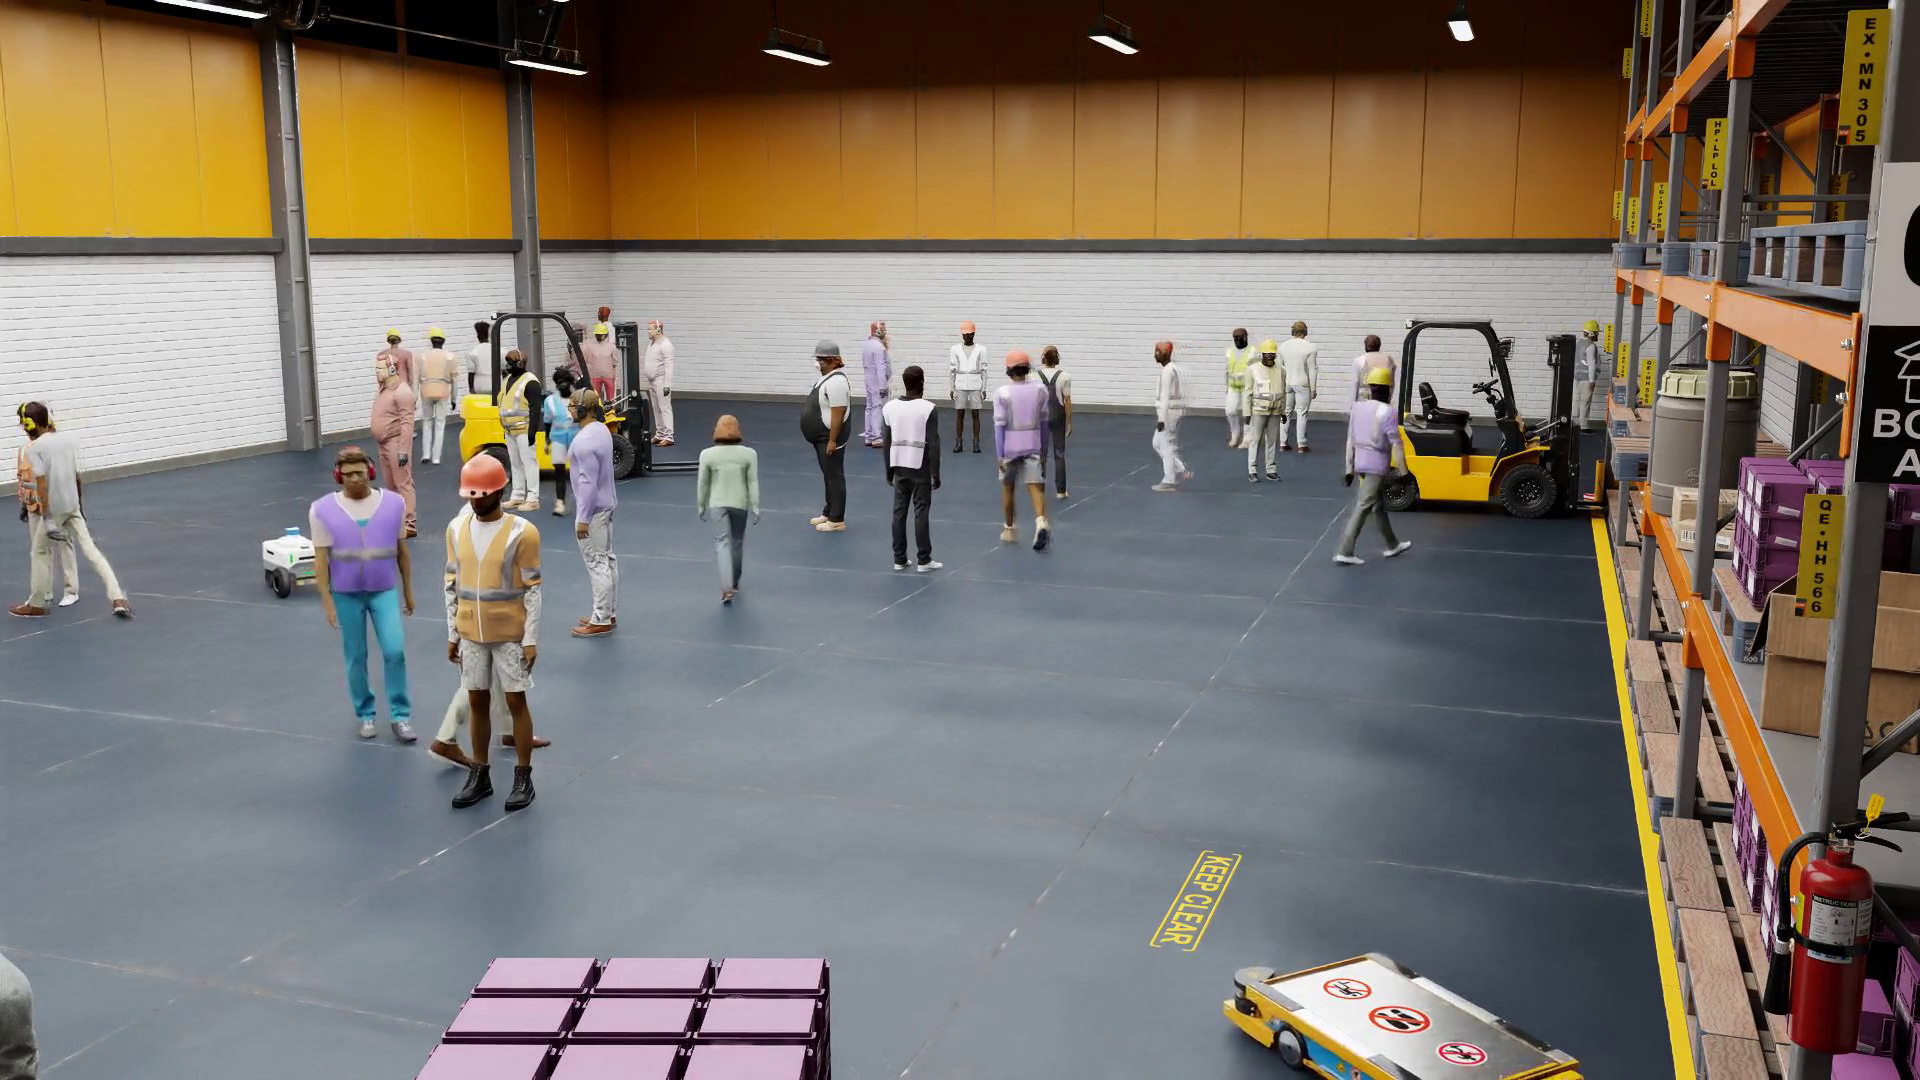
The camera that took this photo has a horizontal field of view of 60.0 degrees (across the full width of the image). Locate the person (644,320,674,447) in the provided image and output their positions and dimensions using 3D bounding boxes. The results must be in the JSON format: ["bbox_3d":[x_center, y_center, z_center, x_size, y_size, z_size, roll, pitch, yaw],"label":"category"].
[{"bbox_3d":[-4.561,-2.365,25.116,0.402,1.906,0.651,-7,12,-33],"label":"person"}]

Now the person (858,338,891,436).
[{"bbox_3d":[-1.196,-2.454,26.474,0.809,1.613,0.517,-1,10,-4],"label":"person"}]

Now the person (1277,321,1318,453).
[{"bbox_3d":[4.929,-2.238,24.354,0.632,1.933,0.371,8,13,39],"label":"person"}]

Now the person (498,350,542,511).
[{"bbox_3d":[-5.045,-1.253,19.034,0.621,1.845,0.429,9,14,42],"label":"person"}]

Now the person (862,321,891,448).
[{"bbox_3d":[-1.225,-2.327,24.903,0.402,1.906,0.651,-4,11,-21],"label":"person"}]

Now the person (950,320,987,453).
[{"bbox_3d":[0.121,-2.235,24.294,0.551,1.936,0.356,1,10,4],"label":"person"}]

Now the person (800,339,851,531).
[{"bbox_3d":[-1.433,-1.123,17.742,0.536,2.000,0.683,-2,10,-12],"label":"person"}]

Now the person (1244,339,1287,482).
[{"bbox_3d":[3.933,-1.656,21.333,0.602,1.830,0.404,-3,11,-16],"label":"person"}]

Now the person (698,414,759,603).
[{"bbox_3d":[-1.978,-0.277,14.248,0.509,1.591,0.869,-3,10,-14],"label":"person"}]

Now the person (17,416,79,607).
[{"bbox_3d":[-7.670,-0.254,13.984,0.512,1.638,0.312,2,10,11],"label":"person"}]

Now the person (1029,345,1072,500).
[{"bbox_3d":[1.078,-1.391,19.807,0.508,1.846,0.345,1,10,7],"label":"person"}]

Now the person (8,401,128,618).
[{"bbox_3d":[-7.242,-0.238,13.448,1.043,1.802,0.597,3,10,15],"label":"person"}]

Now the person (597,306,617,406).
[{"bbox_3d":[-6.625,-3.419,31.116,0.355,1.884,0.575,2,10,14],"label":"person"}]

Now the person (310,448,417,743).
[{"bbox_3d":[-3.592,0.349,10.082,0.581,1.814,0.715,-5,11,-26],"label":"person"}]

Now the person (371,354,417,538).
[{"bbox_3d":[-5.882,-0.964,17.229,0.407,1.908,0.641,-9,14,-42],"label":"person"}]

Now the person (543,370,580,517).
[{"bbox_3d":[-4.393,-1.094,18.687,0.590,1.630,0.878,-1,10,-6],"label":"person"}]

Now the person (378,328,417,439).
[{"bbox_3d":[-8.684,-2.393,25.699,0.552,1.741,0.696,-2,10,-9],"label":"person"}]

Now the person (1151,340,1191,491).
[{"bbox_3d":[2.547,-1.524,20.497,0.406,1.868,0.580,2,10,8],"label":"person"}]

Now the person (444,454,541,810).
[{"bbox_3d":[-2.517,0.495,8.939,0.543,1.933,0.364,2,10,10],"label":"person"}]

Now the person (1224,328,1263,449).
[{"bbox_3d":[4.203,-2.254,24.771,0.632,1.815,0.452,7,12,34],"label":"person"}]

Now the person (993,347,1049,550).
[{"bbox_3d":[0.634,-0.910,16.614,0.600,2.019,0.915,-3,10,-14],"label":"person"}]

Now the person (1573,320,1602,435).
[{"bbox_3d":[10.068,-2.609,26.697,0.403,1.830,0.600,0,10,-2],"label":"person"}]

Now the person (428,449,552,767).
[{"bbox_3d":[-2.792,0.387,9.785,0.590,1.858,0.637,0,10,1],"label":"person"}]

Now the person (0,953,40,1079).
[{"bbox_3d":[-2.354,1.490,3.861,0.489,1.746,0.286,2,10,12],"label":"person"}]

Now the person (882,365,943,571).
[{"bbox_3d":[-0.451,-0.662,15.492,0.589,1.920,0.399,6,12,30],"label":"person"}]

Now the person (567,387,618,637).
[{"bbox_3d":[-2.857,-0.214,12.911,0.377,1.940,0.628,0,10,2],"label":"person"}]

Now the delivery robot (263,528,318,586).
[{"bbox_3d":[-5.833,0.135,14.577,0.477,0.478,0.707,-9,13,-41],"label":"delivery robot"}]

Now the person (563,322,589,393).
[{"bbox_3d":[-5.857,-2.455,25.785,0.952,1.859,0.680,-3,10,-16],"label":"person"}]

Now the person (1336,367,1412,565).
[{"bbox_3d":[3.981,-0.705,15.868,1.002,1.873,0.595,-4,11,-23],"label":"person"}]

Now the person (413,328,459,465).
[{"bbox_3d":[-7.262,-1.990,23.078,0.631,1.878,0.667,-2,10,-11],"label":"person"}]

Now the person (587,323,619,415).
[{"bbox_3d":[-5.797,-2.631,27.017,0.527,1.765,0.329,-1,10,-4],"label":"person"}]

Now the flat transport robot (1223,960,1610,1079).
[{"bbox_3d":[1.644,1.848,5.996,0.652,0.197,1.431,-5,11,-28],"label":"flat transport robot"}]

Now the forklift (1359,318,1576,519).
[{"bbox_3d":[5.787,-1.437,19.079,2.313,2.155,1.214,3,11,19],"label":"forklift"}]

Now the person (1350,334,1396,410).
[{"bbox_3d":[5.593,-1.882,22.628,0.658,1.832,0.562,-2,10,-11],"label":"person"}]

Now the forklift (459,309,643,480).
[{"bbox_3d":[-5.354,-1.902,21.697,2.313,2.155,1.214,-2,10,-13],"label":"forklift"}]

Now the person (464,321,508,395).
[{"bbox_3d":[-6.836,-2.201,24.119,0.629,1.937,0.834,-4,11,-19],"label":"person"}]
